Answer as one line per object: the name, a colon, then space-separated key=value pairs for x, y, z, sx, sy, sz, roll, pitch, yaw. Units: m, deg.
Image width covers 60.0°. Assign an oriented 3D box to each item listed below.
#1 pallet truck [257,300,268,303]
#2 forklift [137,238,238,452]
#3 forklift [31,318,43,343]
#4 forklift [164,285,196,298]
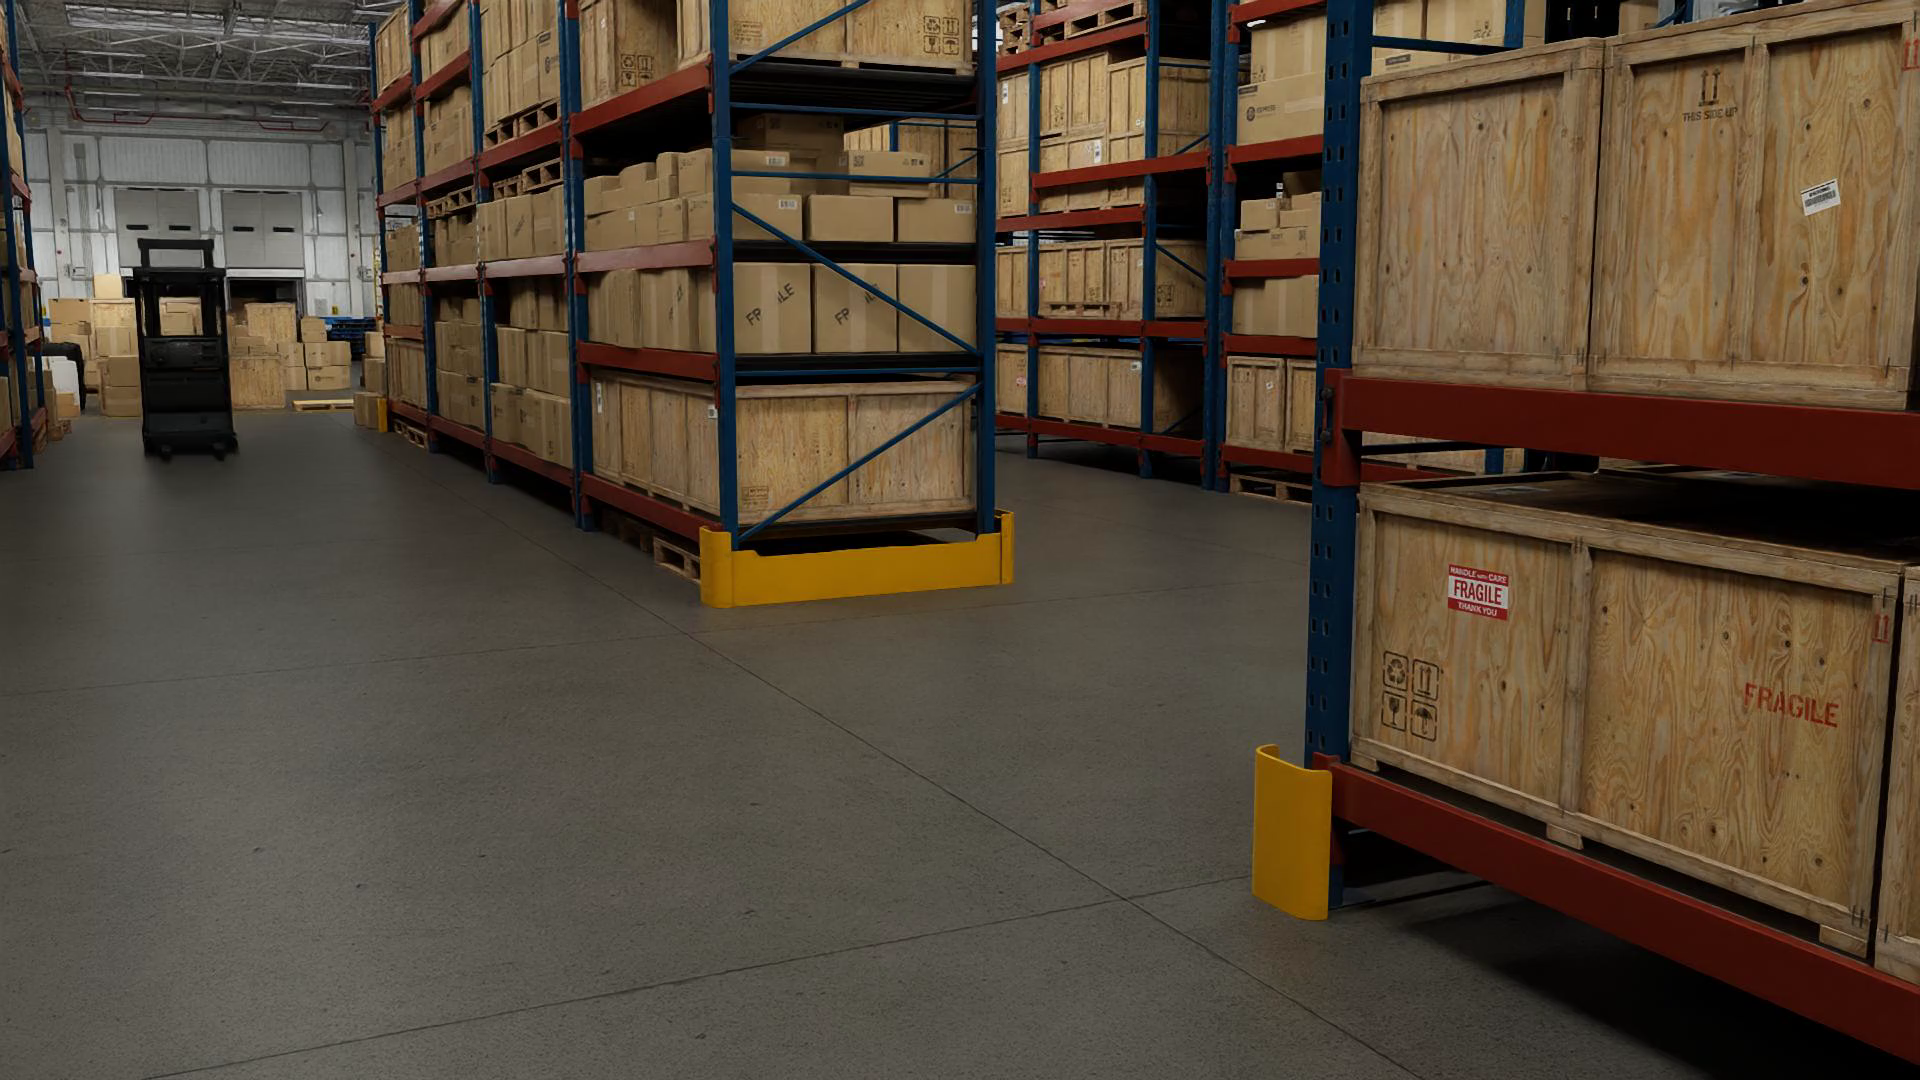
pallet truck: x=-23.913 y=-7.404 z=58.171 sx=1.885 sy=1.965 sz=0.823 roll=-1 pitch=8 yaw=-9
forklift: x=-10.493 y=-2.661 z=22.441 sx=1.129 sy=2.768 sz=1.873 roll=-4 pitch=9 yaw=-26
forklift: x=-30.587 y=-7.279 z=54.283 sx=1.129 sy=2.768 sz=1.873 roll=-4 pitch=9 yaw=-26
forklift: x=-24.375 y=-6.952 z=52.030 sx=1.873 sy=2.768 sz=1.129 roll=6 pitch=10 yaw=35
